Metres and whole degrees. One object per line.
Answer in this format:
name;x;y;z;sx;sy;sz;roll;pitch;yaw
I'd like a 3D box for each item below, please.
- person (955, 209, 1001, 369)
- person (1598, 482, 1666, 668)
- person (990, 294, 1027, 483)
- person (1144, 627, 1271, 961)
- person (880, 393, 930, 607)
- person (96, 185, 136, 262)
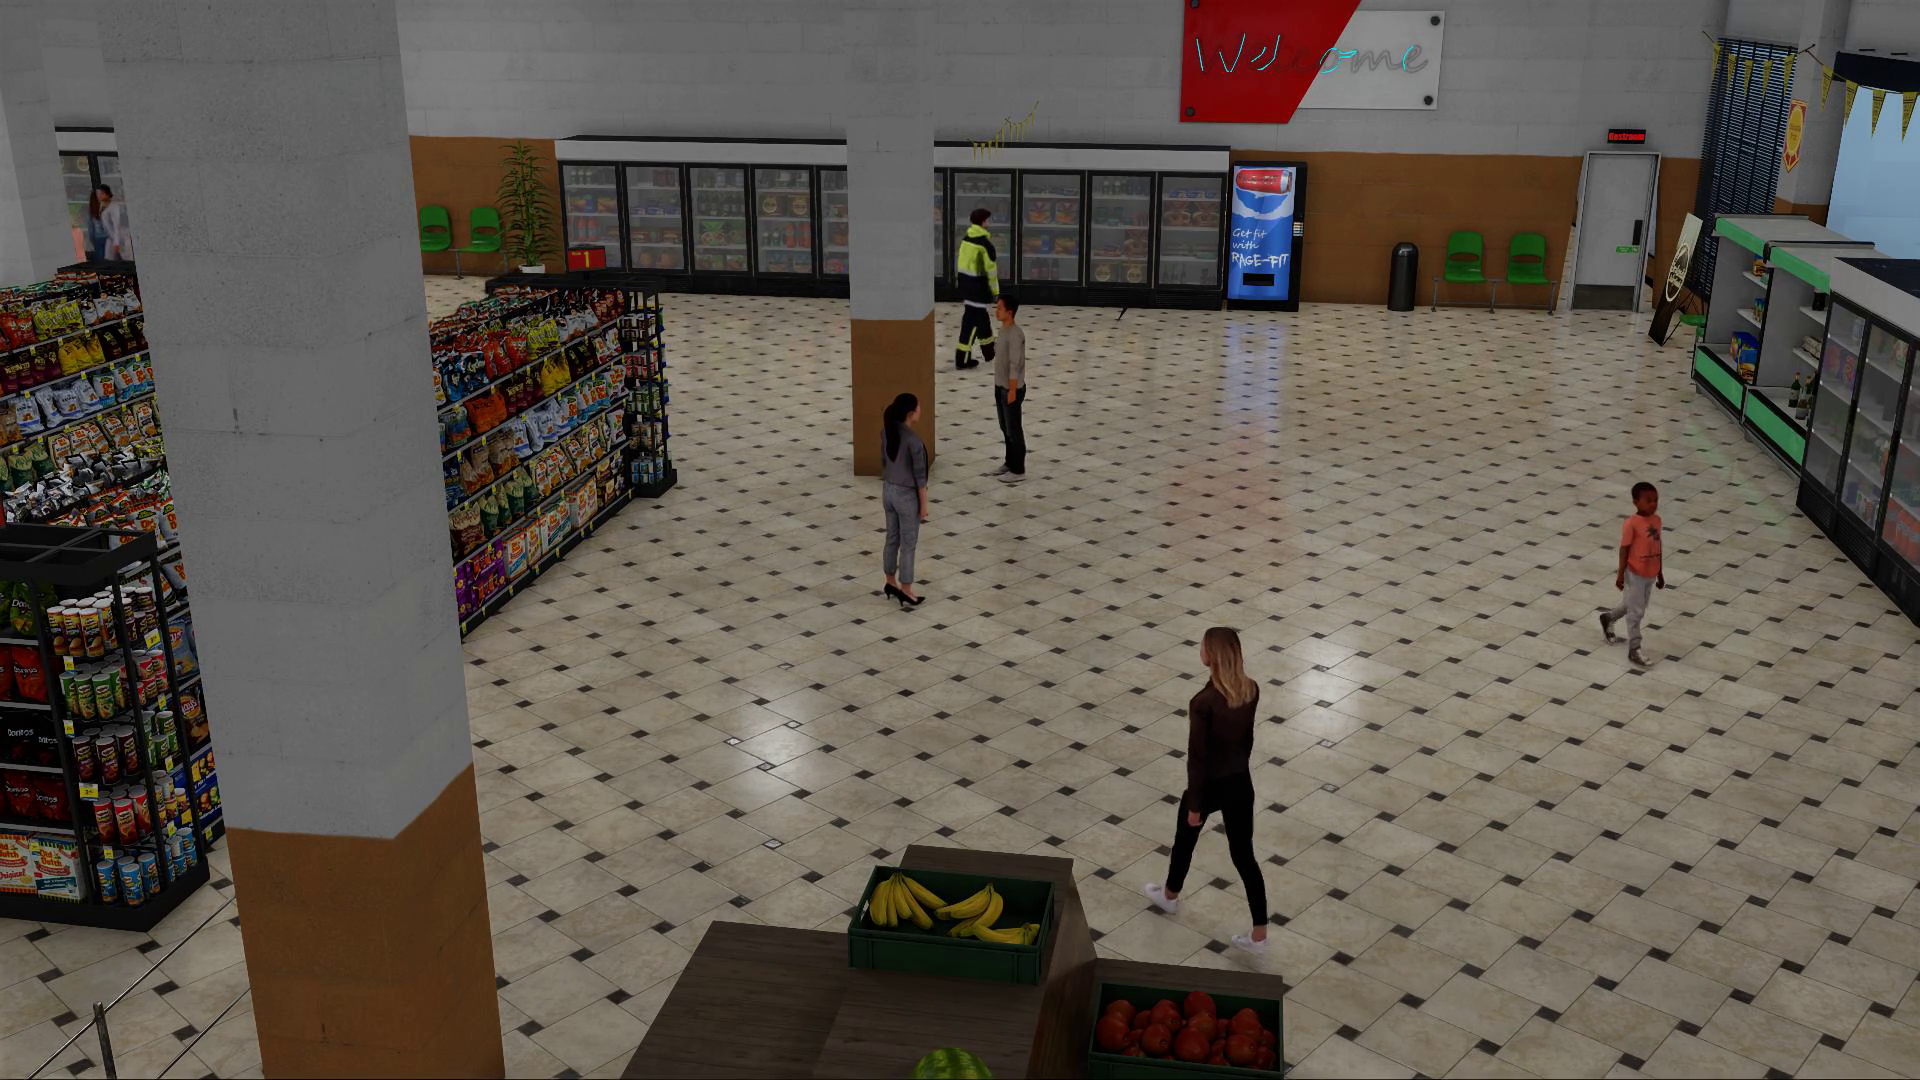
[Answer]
person;0.119;-3.093;20.614;1.213;1.953;1.168;-11;22;-30
person;4.802;0.205;11.853;0.766;1.300;0.914;-8;20;-21
person;0.499;-1.471;16.033;0.763;1.806;0.627;-6;19;-17
person;1.333;1.267;8.139;1.072;1.660;1.147;-12;22;-32
person;-0.450;-0.308;12.787;0.758;1.675;0.720;-17;25;-40
person;-12.778;-4.571;25.388;0.891;1.703;1.083;15;24;38
